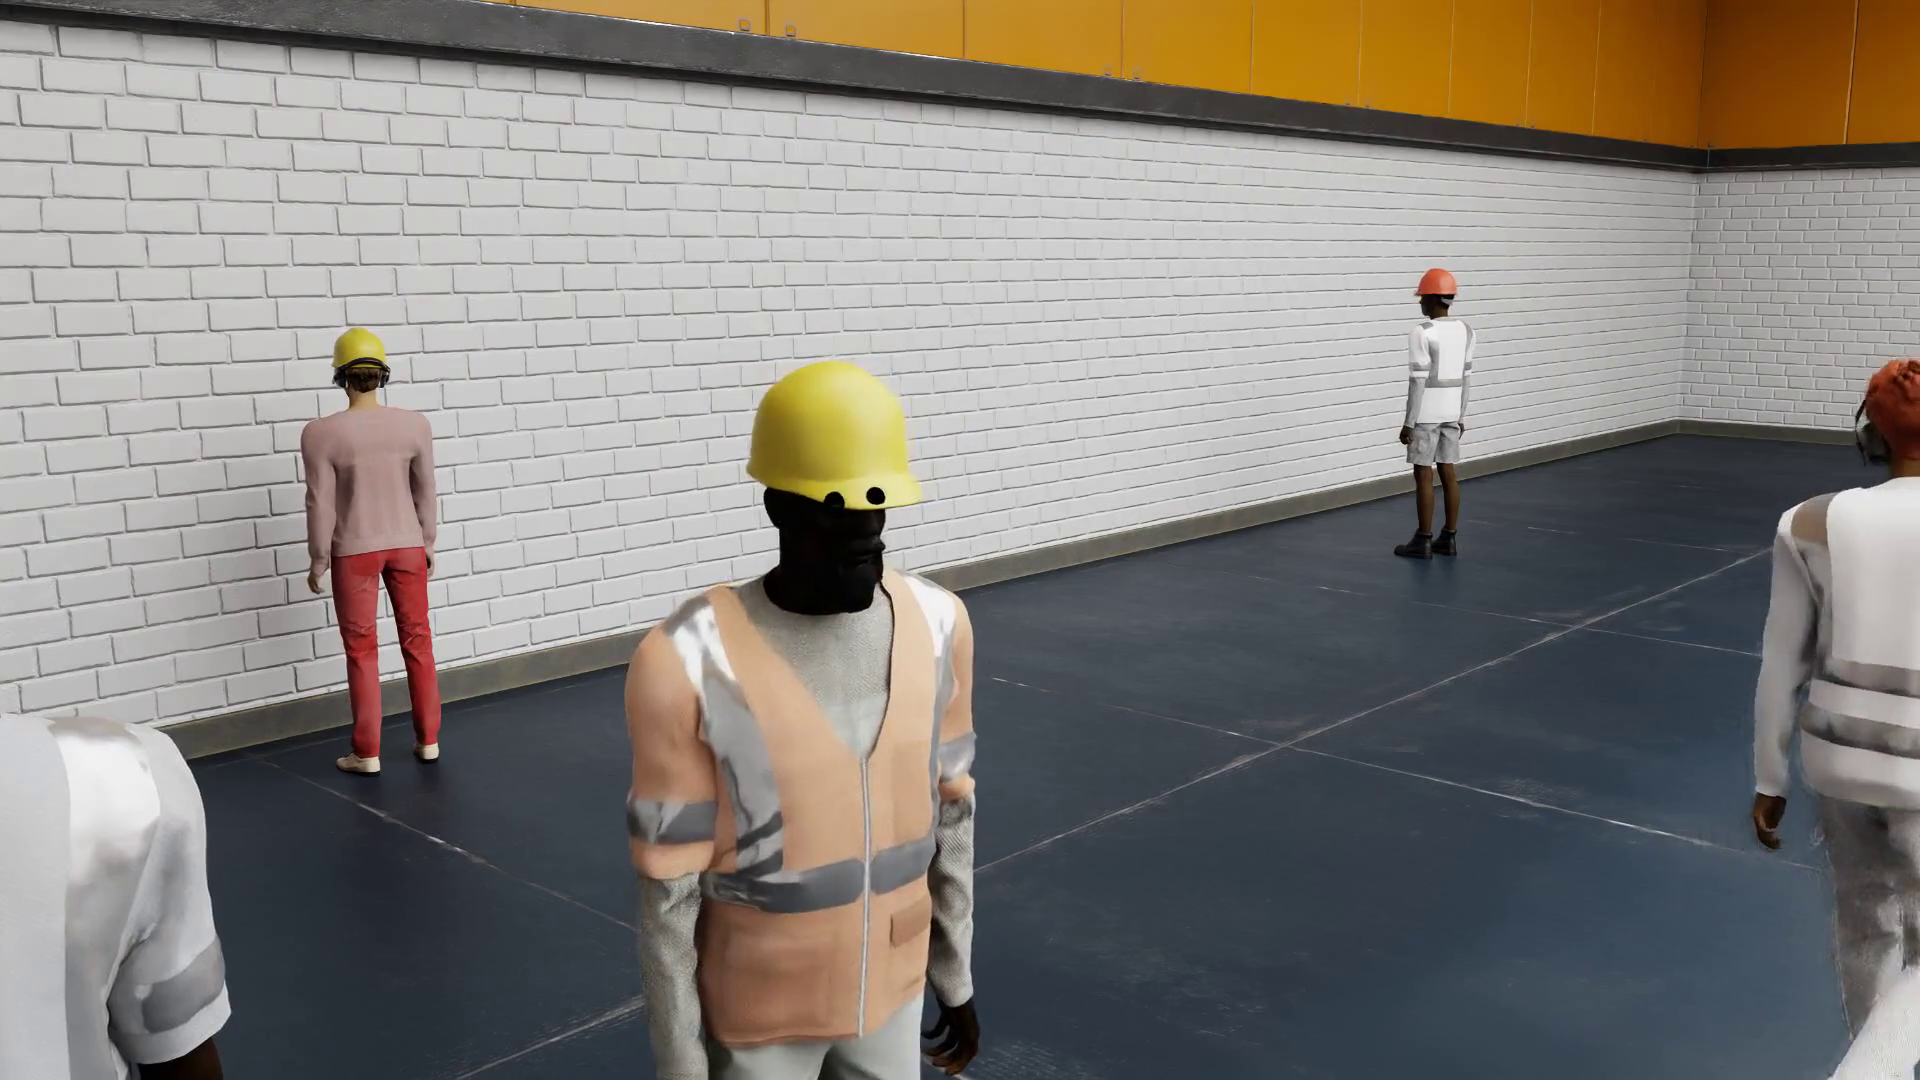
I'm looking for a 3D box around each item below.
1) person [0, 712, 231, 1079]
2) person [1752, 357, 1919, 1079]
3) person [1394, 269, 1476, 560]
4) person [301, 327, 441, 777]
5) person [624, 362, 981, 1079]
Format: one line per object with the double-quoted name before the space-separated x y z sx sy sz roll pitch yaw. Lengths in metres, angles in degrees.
"person" -1.034 0.811 1.673 0.612 1.963 0.361 -10 14 -44
"person" 1.996 0.542 3.576 0.808 1.847 0.645 -9 13 -40
"person" 3.163 -0.839 11.150 0.552 1.935 0.364 -6 11 -30
"person" -2.317 0.051 6.571 0.523 1.769 0.321 -8 13 -38
"person" -0.209 0.687 2.543 0.583 1.917 0.418 -7 12 -36
